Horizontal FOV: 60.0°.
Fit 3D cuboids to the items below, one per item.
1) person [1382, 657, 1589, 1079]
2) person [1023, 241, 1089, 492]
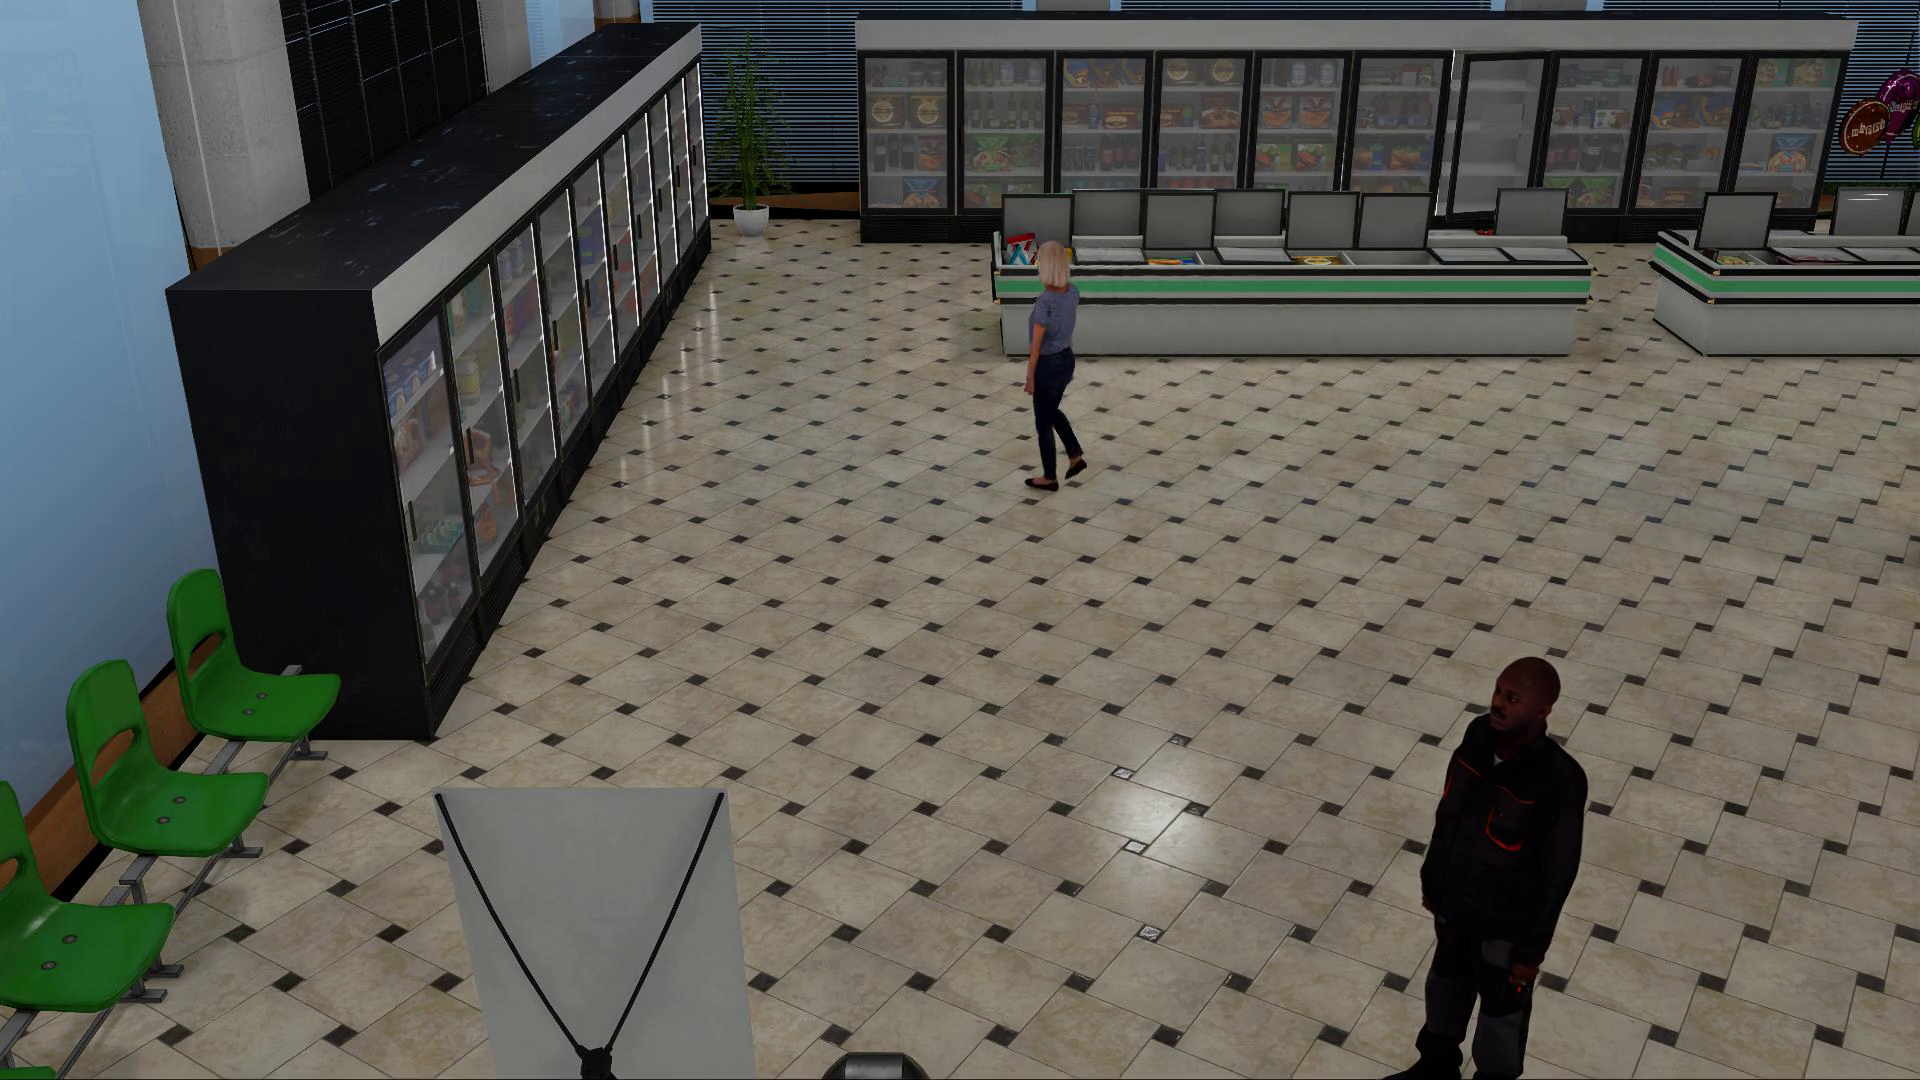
[{"bbox_3d":[1.787,1.195,5.558,0.788,1.826,0.791,-13,27,-27],"label":"person"},{"bbox_3d":[0.682,-1.113,10.975,0.813,1.709,0.755,17,29,34],"label":"person"}]
